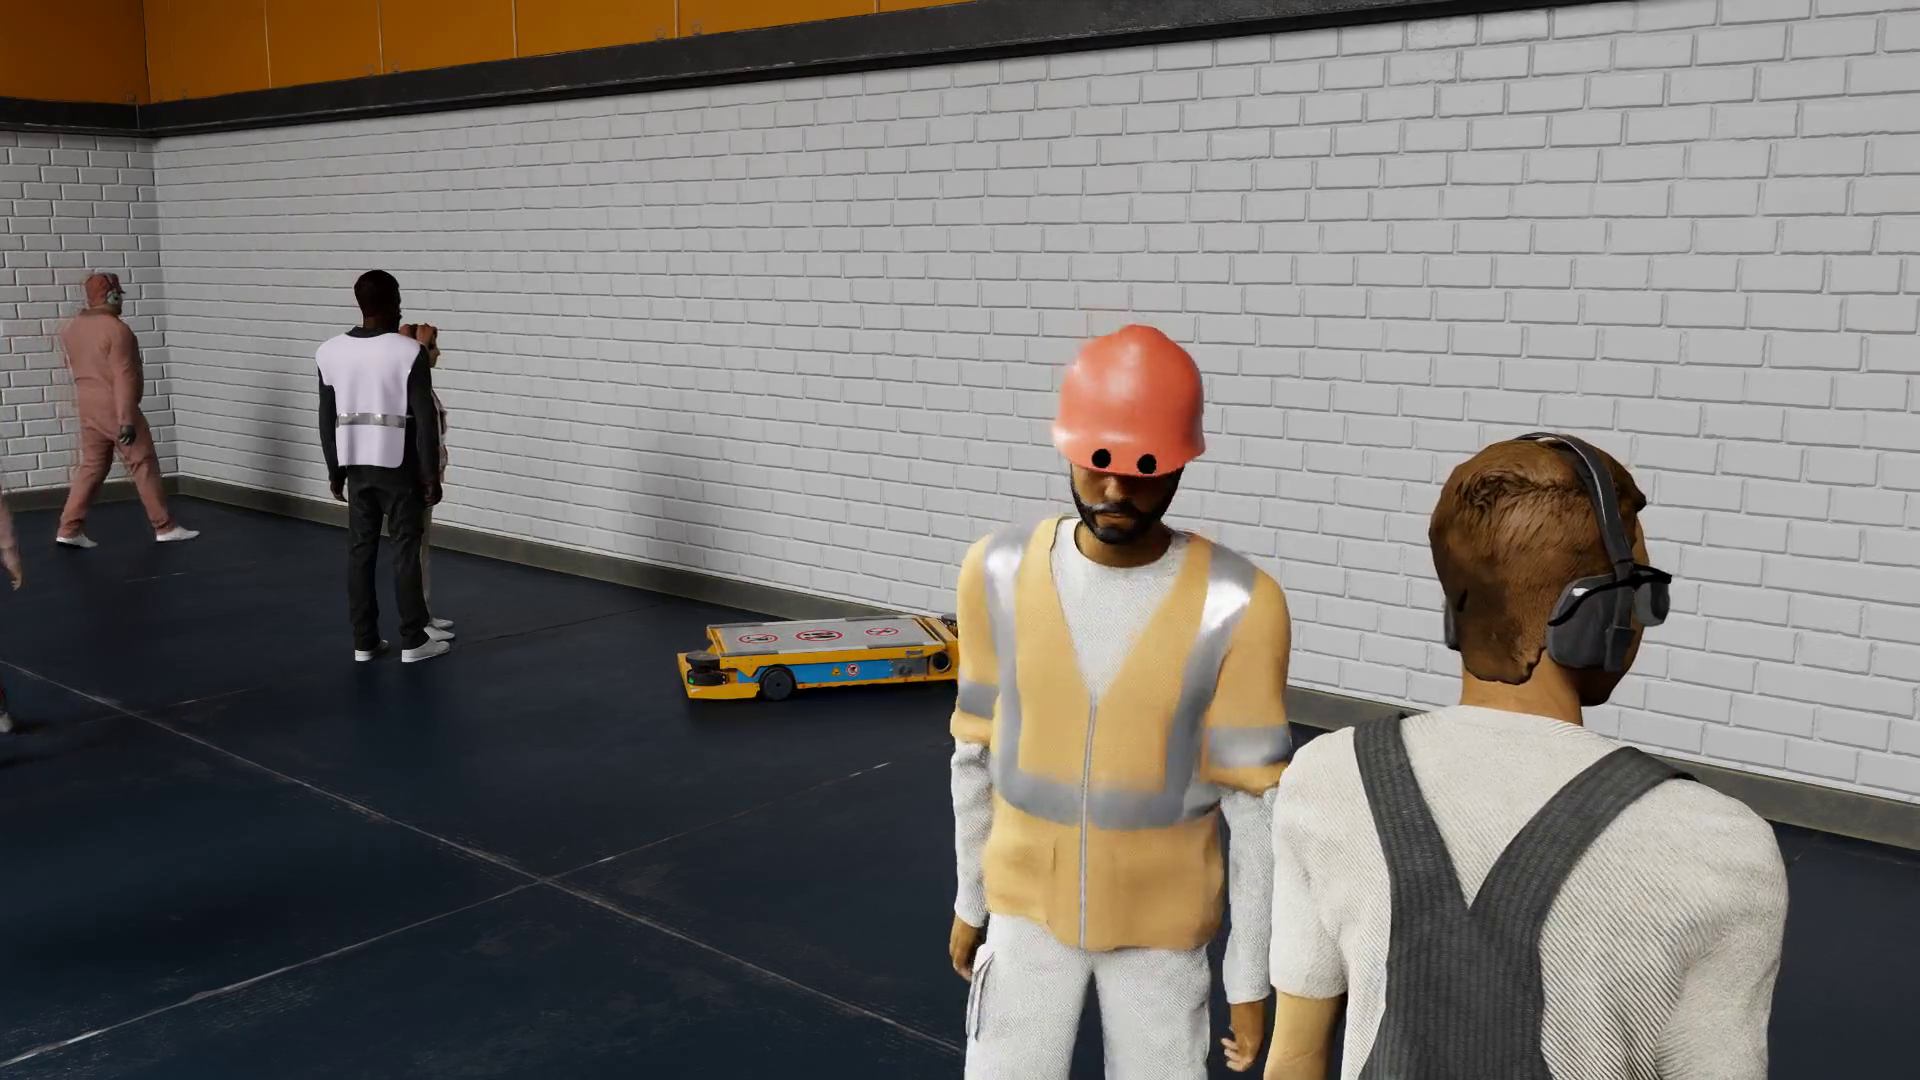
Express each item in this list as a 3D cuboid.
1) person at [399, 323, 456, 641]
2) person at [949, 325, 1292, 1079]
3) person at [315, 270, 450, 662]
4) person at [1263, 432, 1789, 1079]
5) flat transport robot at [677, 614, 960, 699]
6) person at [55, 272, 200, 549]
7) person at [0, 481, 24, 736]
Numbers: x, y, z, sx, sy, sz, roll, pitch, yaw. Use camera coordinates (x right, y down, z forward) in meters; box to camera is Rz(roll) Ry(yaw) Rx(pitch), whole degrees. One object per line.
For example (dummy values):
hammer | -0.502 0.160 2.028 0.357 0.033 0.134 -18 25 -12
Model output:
person | -2.806 -0.302 8.639 0.315 1.640 0.514 -3 10 -15
person | 0.235 0.621 2.696 0.584 1.903 0.548 3 10 16
person | -2.828 -0.350 8.128 0.594 1.915 0.373 2 10 10
person | 0.559 0.809 1.743 0.506 1.842 0.350 7 12 36
flat transport robot | -0.578 0.533 7.784 1.431 0.197 0.652 -2 10 -14
person | -5.717 -0.867 11.231 0.663 1.869 0.902 6 11 30
person | -3.950 0.035 6.488 0.566 1.724 0.802 0 10 -1
